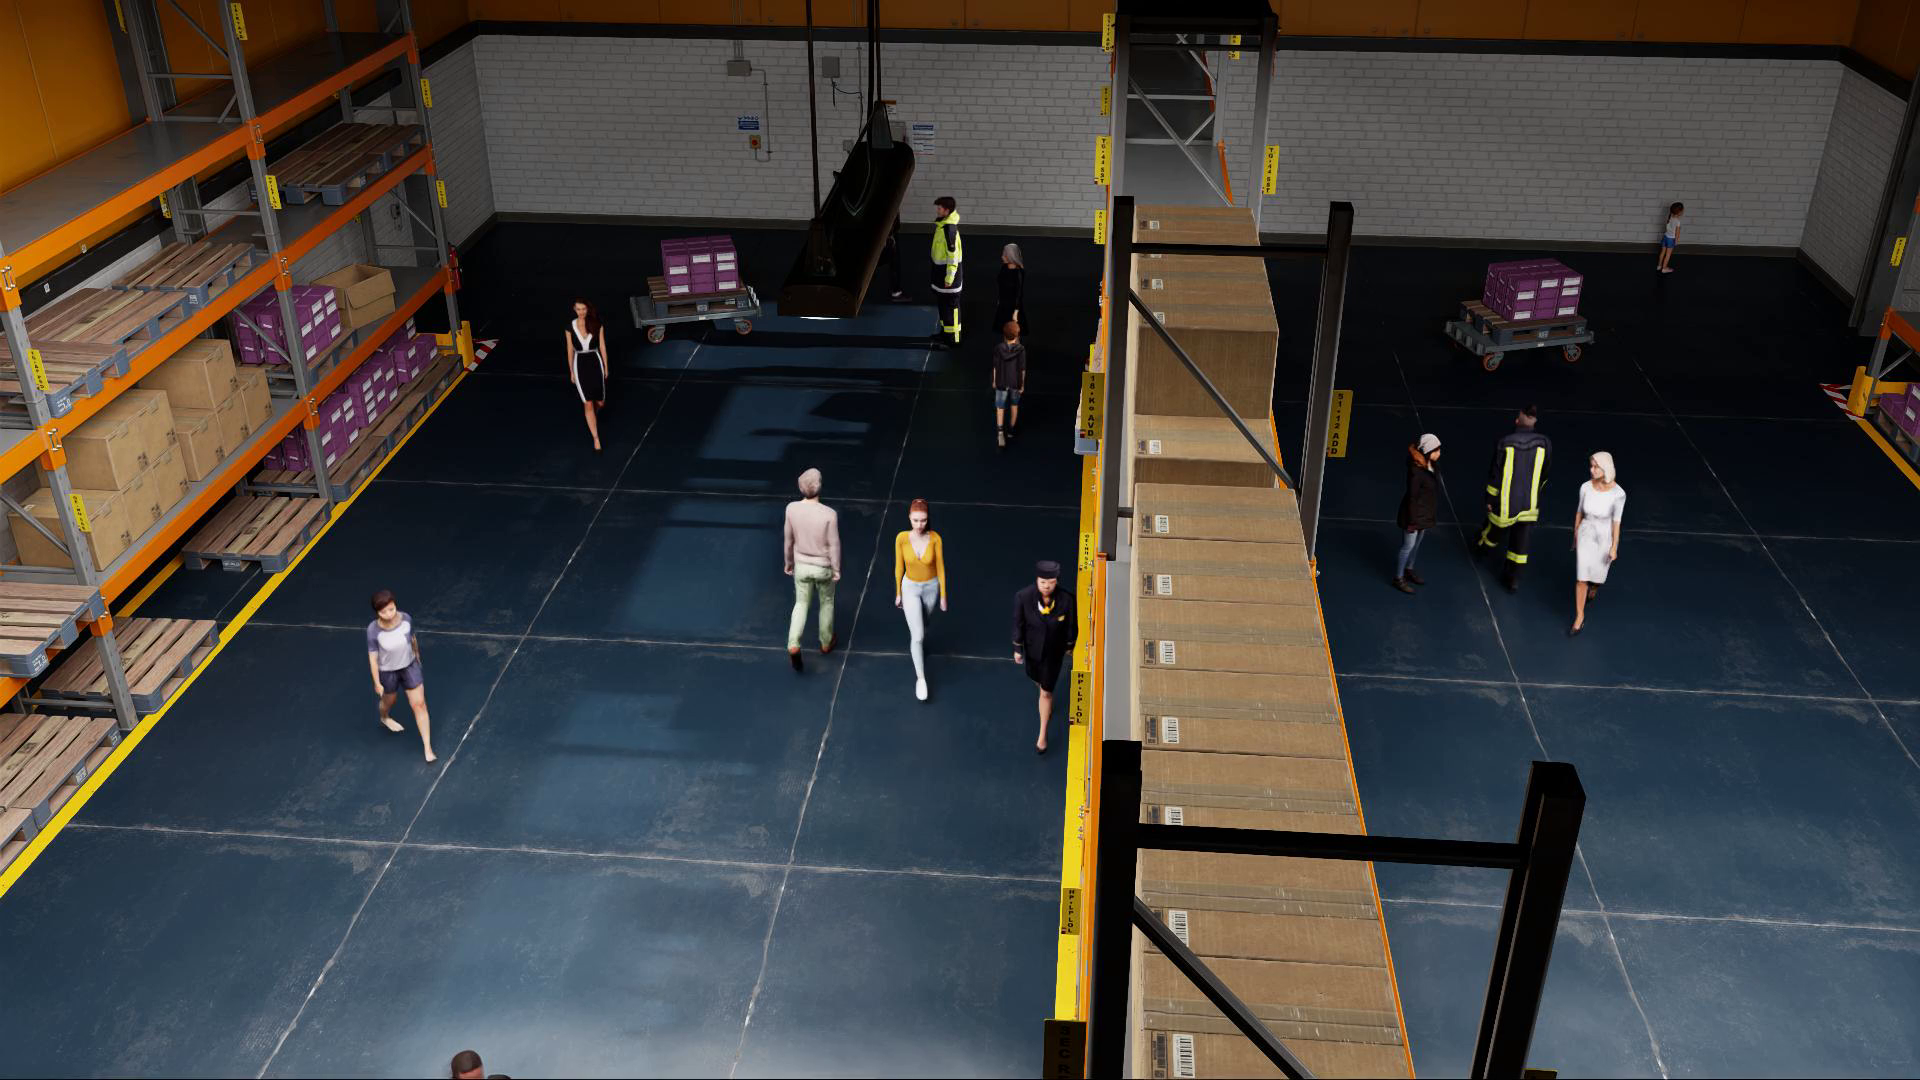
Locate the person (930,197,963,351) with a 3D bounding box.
[{"bbox_3d":[-0.156,-3.408,21.114,0.903,1.979,0.713,-6,29,-11],"label":"person"}]

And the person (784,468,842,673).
[{"bbox_3d":[-1.296,0.292,14.465,0.763,1.850,1.099,6,29,11],"label":"person"}]

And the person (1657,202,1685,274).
[{"bbox_3d":[10.186,-4.351,23.844,0.519,1.019,0.420,-6,29,-11],"label":"person"}]

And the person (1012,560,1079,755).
[{"bbox_3d":[0.698,0.865,13.648,0.764,1.627,1.110,5,29,9],"label":"person"}]

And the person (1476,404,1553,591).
[{"bbox_3d":[5.279,-0.386,15.737,0.796,1.824,1.136,1,29,3],"label":"person"}]

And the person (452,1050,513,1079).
[{"bbox_3d":[-2.509,3.398,8.823,0.802,1.800,0.675,19,34,31],"label":"person"}]

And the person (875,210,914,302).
[{"bbox_3d":[-1.086,-4.125,22.600,0.738,1.815,1.016,2,29,3],"label":"person"}]

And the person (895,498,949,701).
[{"bbox_3d":[-0.341,0.424,14.367,0.758,1.712,1.211,-3,29,-6],"label":"person"}]

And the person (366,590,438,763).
[{"bbox_3d":[-4.589,1.024,13.474,1.029,1.515,1.096,-26,38,-38],"label":"person"}]

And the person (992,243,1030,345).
[{"bbox_3d":[0.606,-2.770,20.186,0.752,1.748,0.670,-16,33,-27],"label":"person"}]

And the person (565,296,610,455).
[{"bbox_3d":[-4.132,-1.872,18.506,0.797,1.779,1.034,-7,29,-13],"label":"person"}]

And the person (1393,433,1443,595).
[{"bbox_3d":[4.321,-0.280,15.741,0.782,1.633,0.692,20,35,33],"label":"person"}]

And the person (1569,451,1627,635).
[{"bbox_3d":[5.793,0.000,15.140,0.844,1.716,1.016,13,31,22],"label":"person"}]

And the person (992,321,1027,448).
[{"bbox_3d":[0.530,-1.742,18.632,0.555,1.431,0.879,4,29,8],"label":"person"}]
